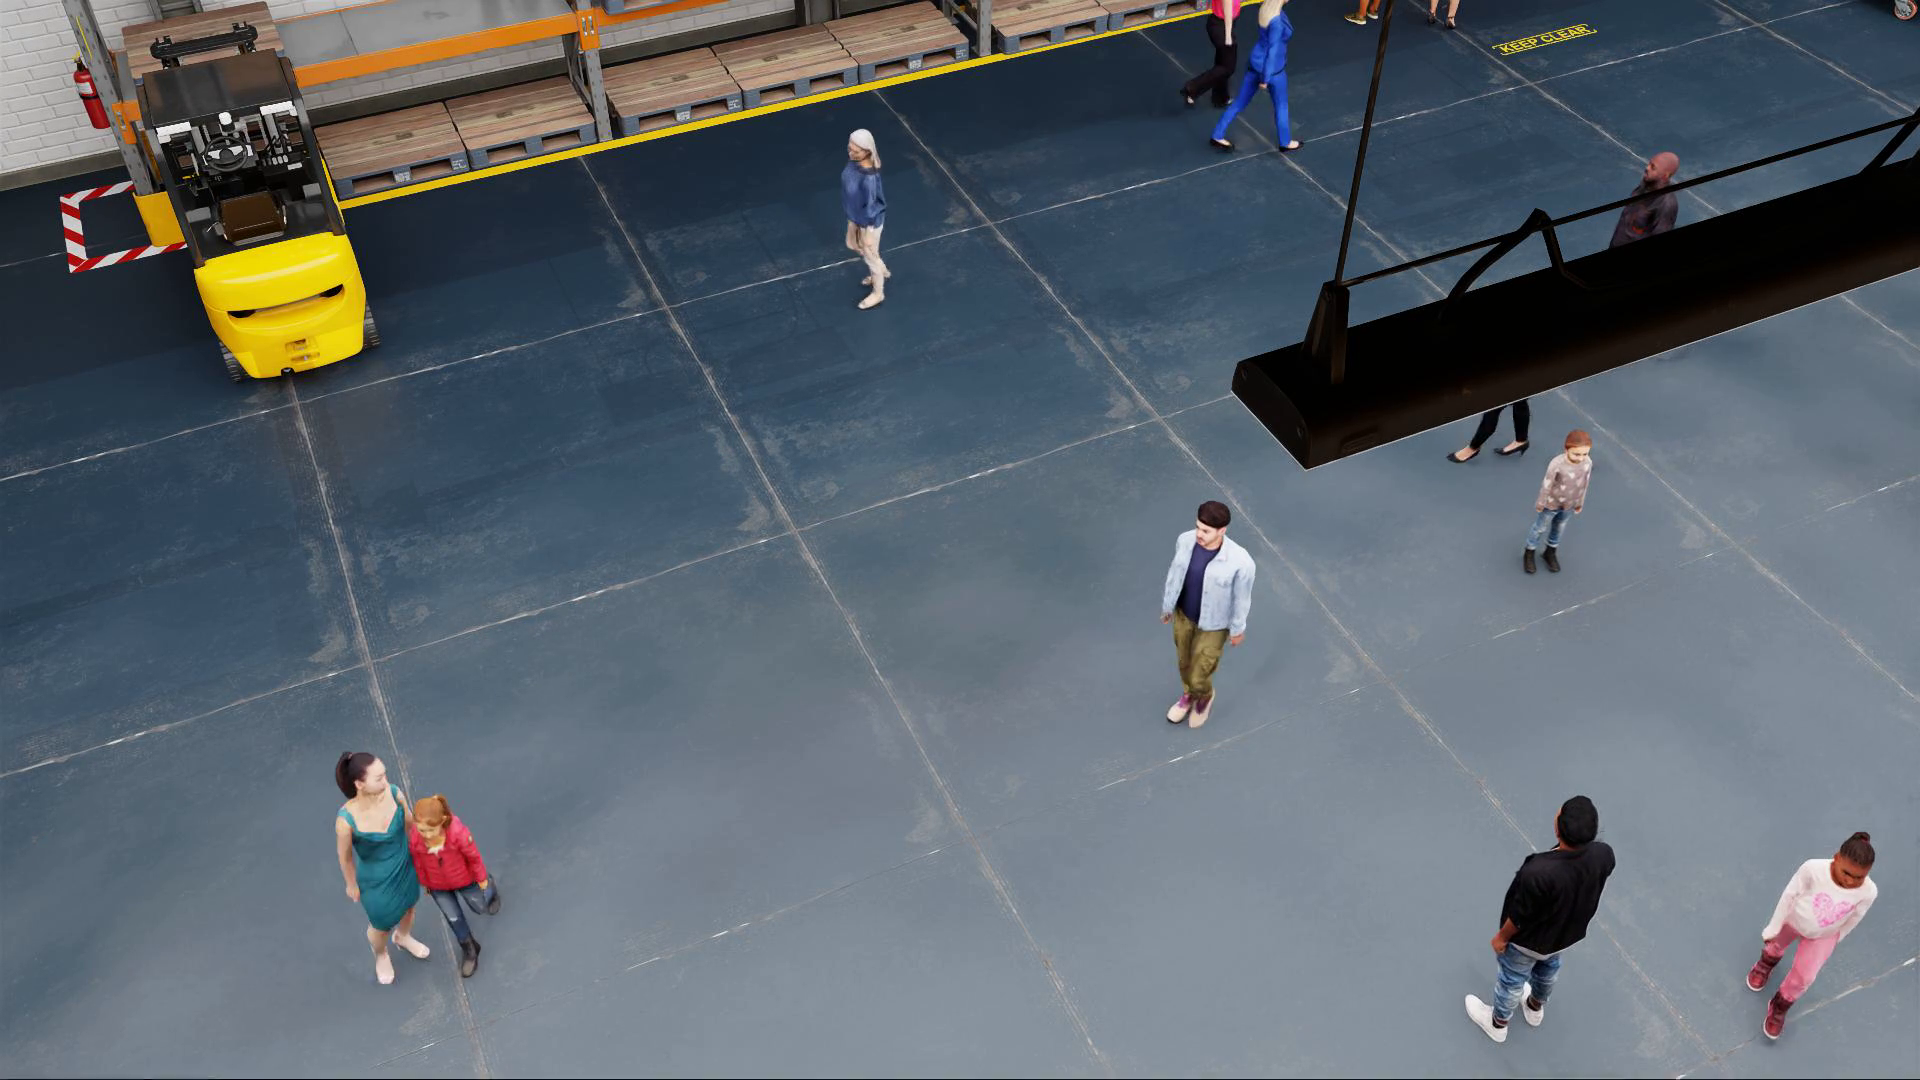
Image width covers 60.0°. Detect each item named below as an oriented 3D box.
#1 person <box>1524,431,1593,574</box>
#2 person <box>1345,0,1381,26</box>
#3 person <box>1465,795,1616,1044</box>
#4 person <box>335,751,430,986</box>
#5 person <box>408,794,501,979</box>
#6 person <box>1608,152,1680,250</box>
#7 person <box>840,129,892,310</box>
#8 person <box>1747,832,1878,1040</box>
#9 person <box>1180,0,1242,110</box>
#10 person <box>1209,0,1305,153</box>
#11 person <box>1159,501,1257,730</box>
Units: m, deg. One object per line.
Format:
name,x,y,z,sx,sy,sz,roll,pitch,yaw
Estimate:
person,4.068,-0.283,11.263,0.485,1.195,0.588,-4,44,-4
person,4.281,-6.056,17.130,0.494,1.461,0.634,-29,51,-27
person,2.976,1.951,8.474,0.539,1.808,0.762,-15,46,-15
person,-3.069,1.741,8.797,0.582,1.667,0.749,-26,50,-25
person,-2.732,1.788,9.010,0.786,1.305,0.728,-3,44,-4
person,5.210,-2.177,12.795,0.738,1.826,0.781,-3,44,-3
person,-0.726,-2.583,13.324,0.661,1.683,0.688,-10,44,-10
person,4.494,1.944,8.755,0.737,1.430,0.850,28,50,26
person,2.413,-4.779,15.655,0.926,1.646,0.767,-3,44,-3
person,2.670,-4.249,15.091,1.146,1.658,0.743,-8,44,-9
person,1.518,0.431,10.077,0.787,1.798,0.773,32,52,29
